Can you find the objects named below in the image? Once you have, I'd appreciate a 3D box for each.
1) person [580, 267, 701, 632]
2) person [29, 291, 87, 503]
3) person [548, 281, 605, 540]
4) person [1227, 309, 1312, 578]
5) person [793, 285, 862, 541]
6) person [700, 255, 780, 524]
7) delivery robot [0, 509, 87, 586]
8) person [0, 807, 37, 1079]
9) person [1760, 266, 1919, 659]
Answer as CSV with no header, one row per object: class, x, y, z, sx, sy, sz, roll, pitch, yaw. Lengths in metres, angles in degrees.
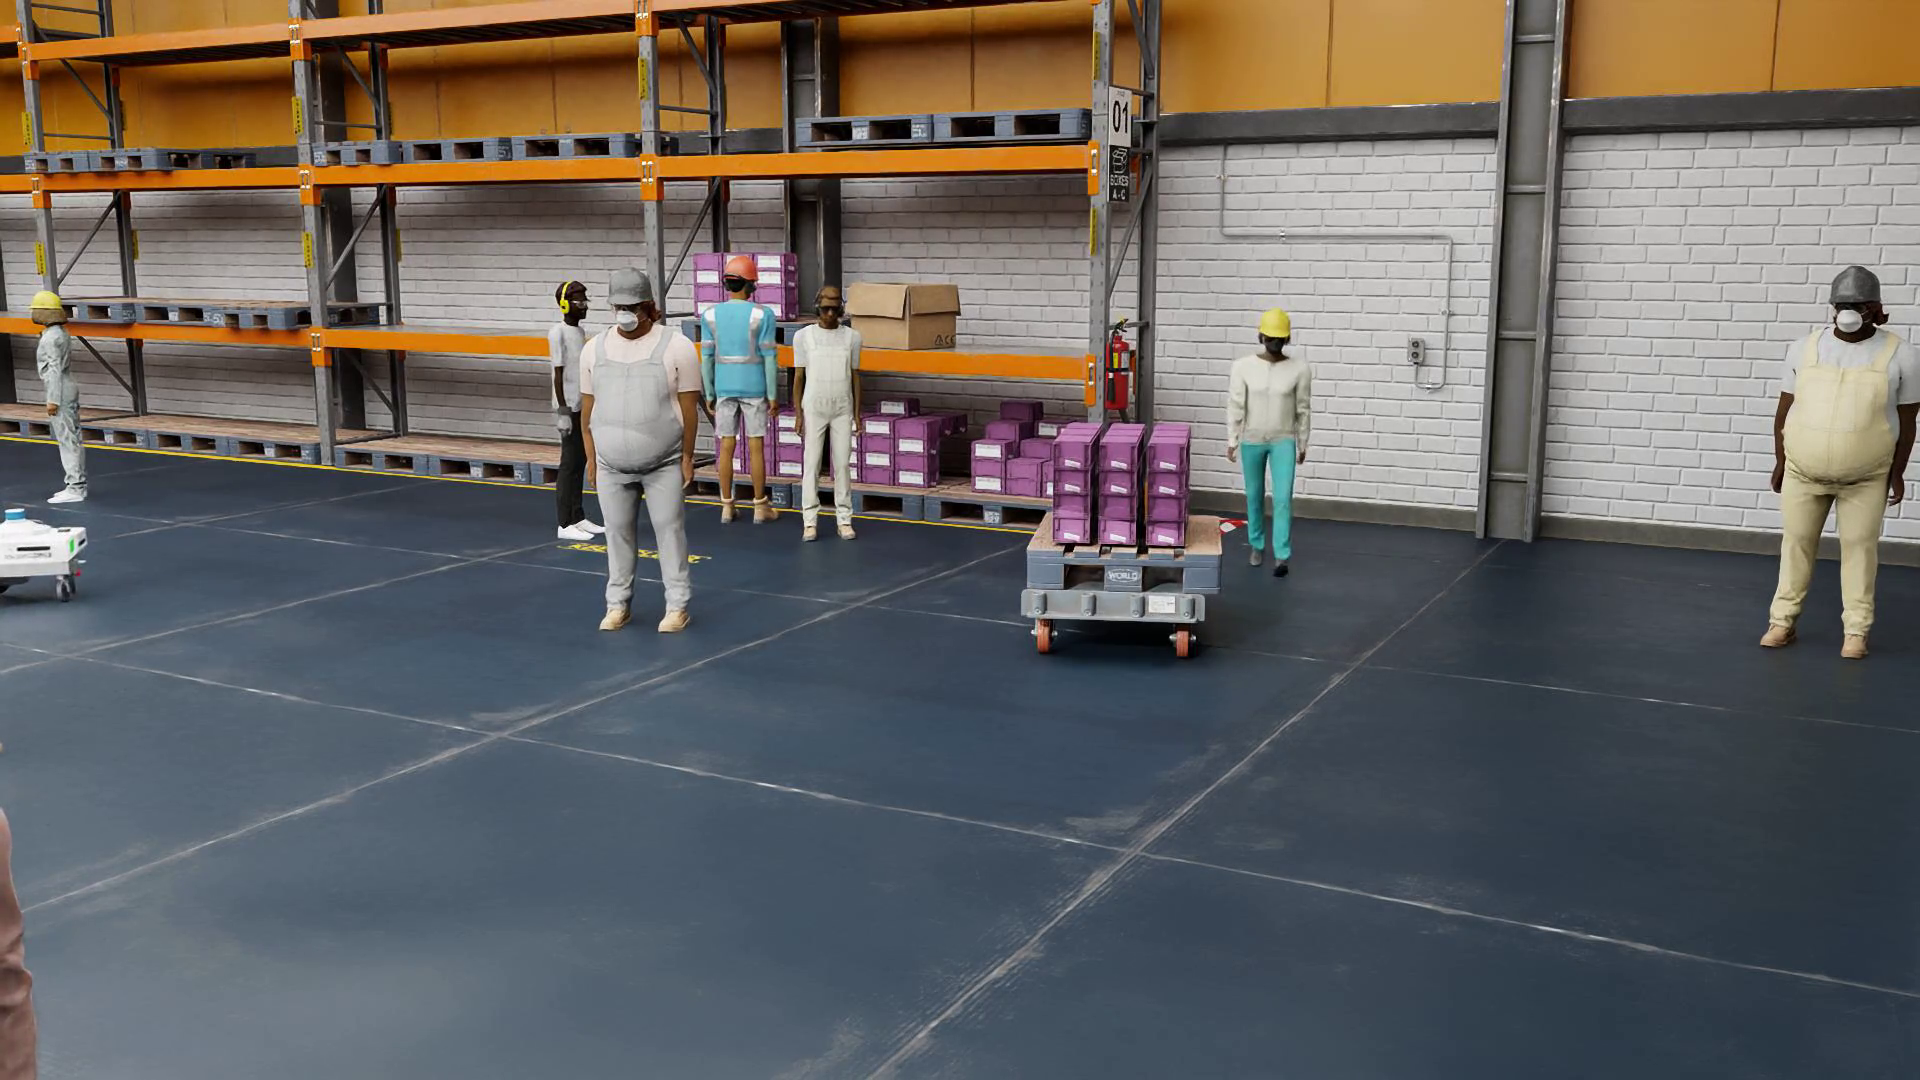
person,-1.781,-0.493,9.175,0.683,2.000,0.536,1,10,5
person,-7.470,-1.182,13.764,0.306,1.745,0.483,-3,11,-16
person,-2.791,-0.941,12.099,0.317,1.870,0.531,1,10,7
person,1.993,-0.620,10.757,0.531,1.720,0.913,2,11,12
person,-0.947,-0.910,12.003,0.507,1.844,0.345,-2,11,-13
person,-1.670,-1.142,12.726,0.609,2.044,0.394,3,11,14
delivery robot,-5.642,0.059,9.969,0.707,0.478,0.477,-3,11,-15
person,-1.584,0.894,2.333,0.533,1.765,0.326,-4,11,-21
person,4.584,-0.403,8.681,0.674,2.000,0.535,8,13,37
